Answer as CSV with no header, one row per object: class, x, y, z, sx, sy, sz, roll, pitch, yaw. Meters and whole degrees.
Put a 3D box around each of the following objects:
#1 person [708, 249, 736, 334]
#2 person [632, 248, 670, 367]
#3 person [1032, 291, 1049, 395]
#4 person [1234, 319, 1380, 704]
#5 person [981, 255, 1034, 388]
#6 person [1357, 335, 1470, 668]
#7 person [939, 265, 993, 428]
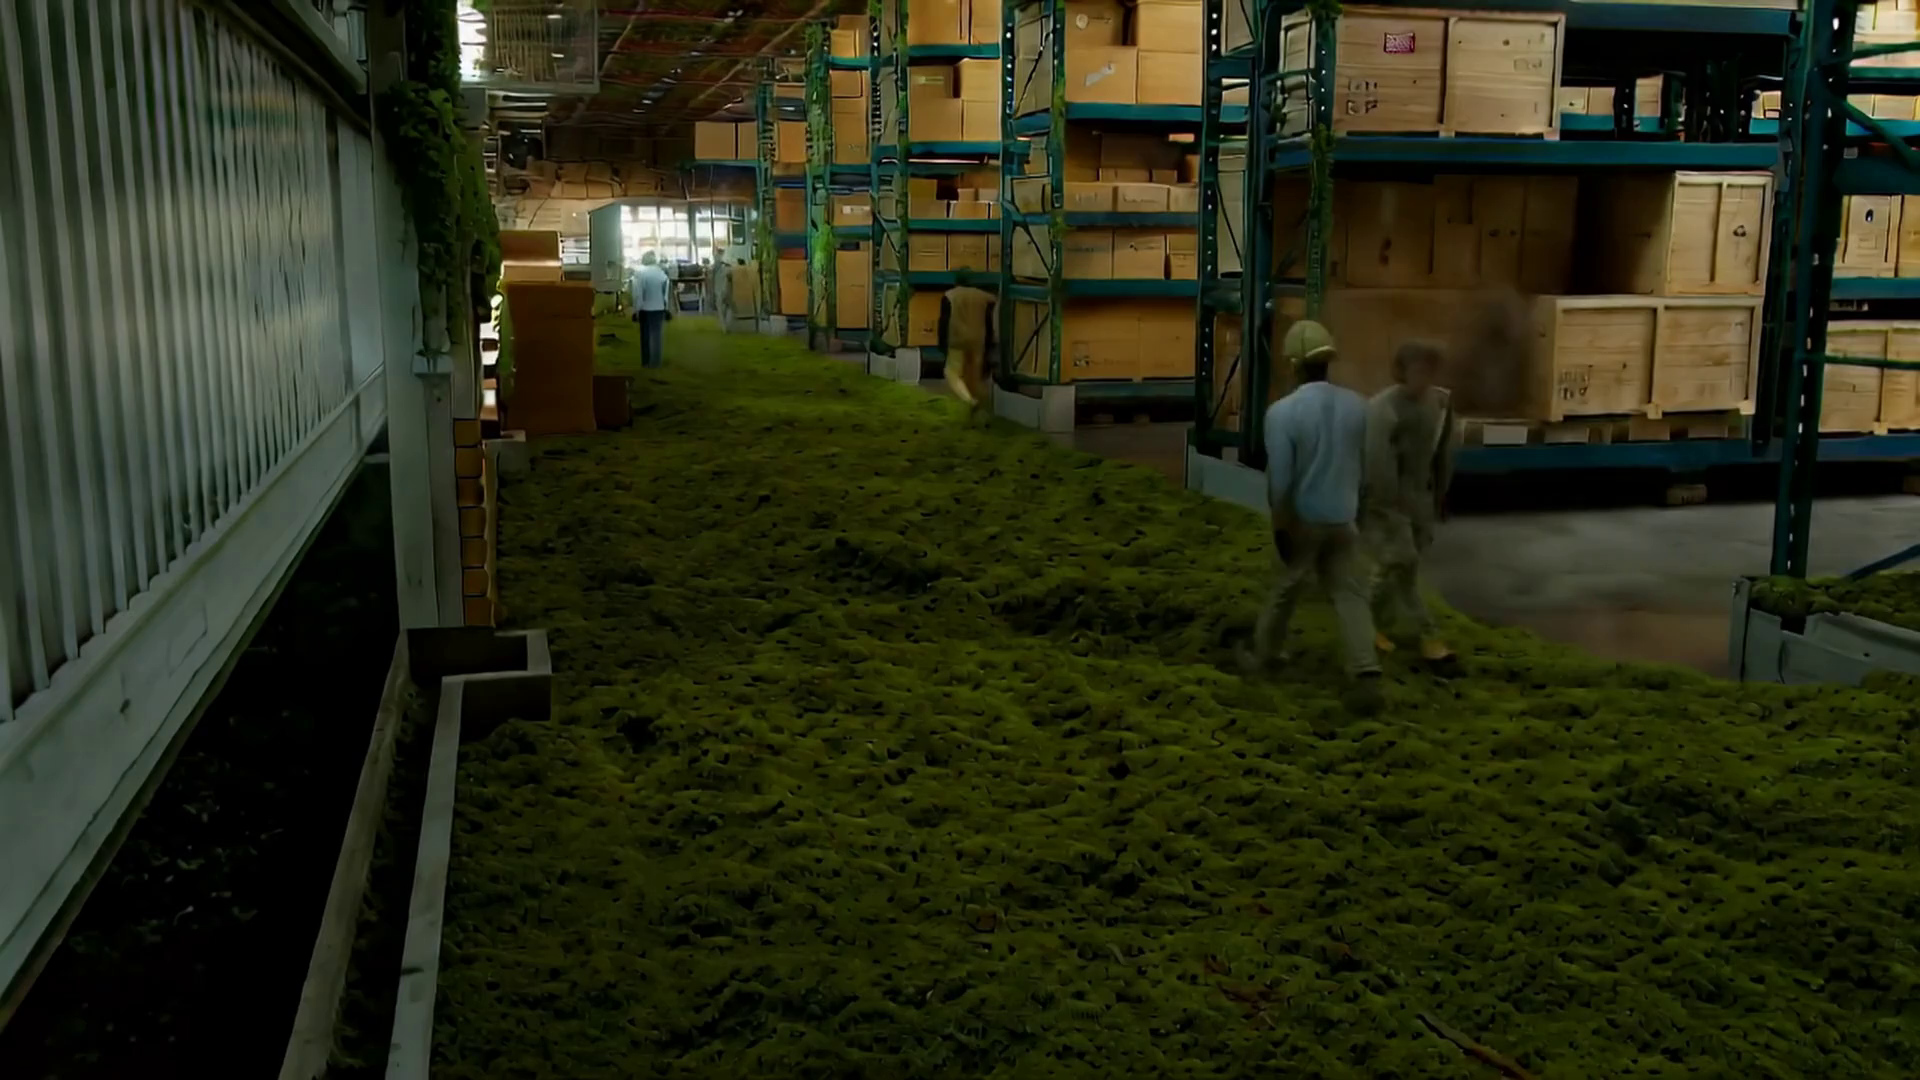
person,-5.460,-5.708,38.268,0.620,1.968,0.787,-4,11,-21
person,-5.203,-3.909,28.017,0.622,1.992,0.395,-3,11,-18
person,1.182,-2.617,20.964,0.901,1.916,0.635,-4,11,-19
person,1.607,-0.135,7.485,0.566,1.704,0.932,-4,11,-19
person,0.725,-3.113,23.801,0.932,1.893,0.554,-1,10,-8
person,2.193,-0.184,8.045,0.506,1.586,0.863,-4,11,-21
person,0.066,-2.134,18.452,0.655,1.824,0.448,-5,11,-25
